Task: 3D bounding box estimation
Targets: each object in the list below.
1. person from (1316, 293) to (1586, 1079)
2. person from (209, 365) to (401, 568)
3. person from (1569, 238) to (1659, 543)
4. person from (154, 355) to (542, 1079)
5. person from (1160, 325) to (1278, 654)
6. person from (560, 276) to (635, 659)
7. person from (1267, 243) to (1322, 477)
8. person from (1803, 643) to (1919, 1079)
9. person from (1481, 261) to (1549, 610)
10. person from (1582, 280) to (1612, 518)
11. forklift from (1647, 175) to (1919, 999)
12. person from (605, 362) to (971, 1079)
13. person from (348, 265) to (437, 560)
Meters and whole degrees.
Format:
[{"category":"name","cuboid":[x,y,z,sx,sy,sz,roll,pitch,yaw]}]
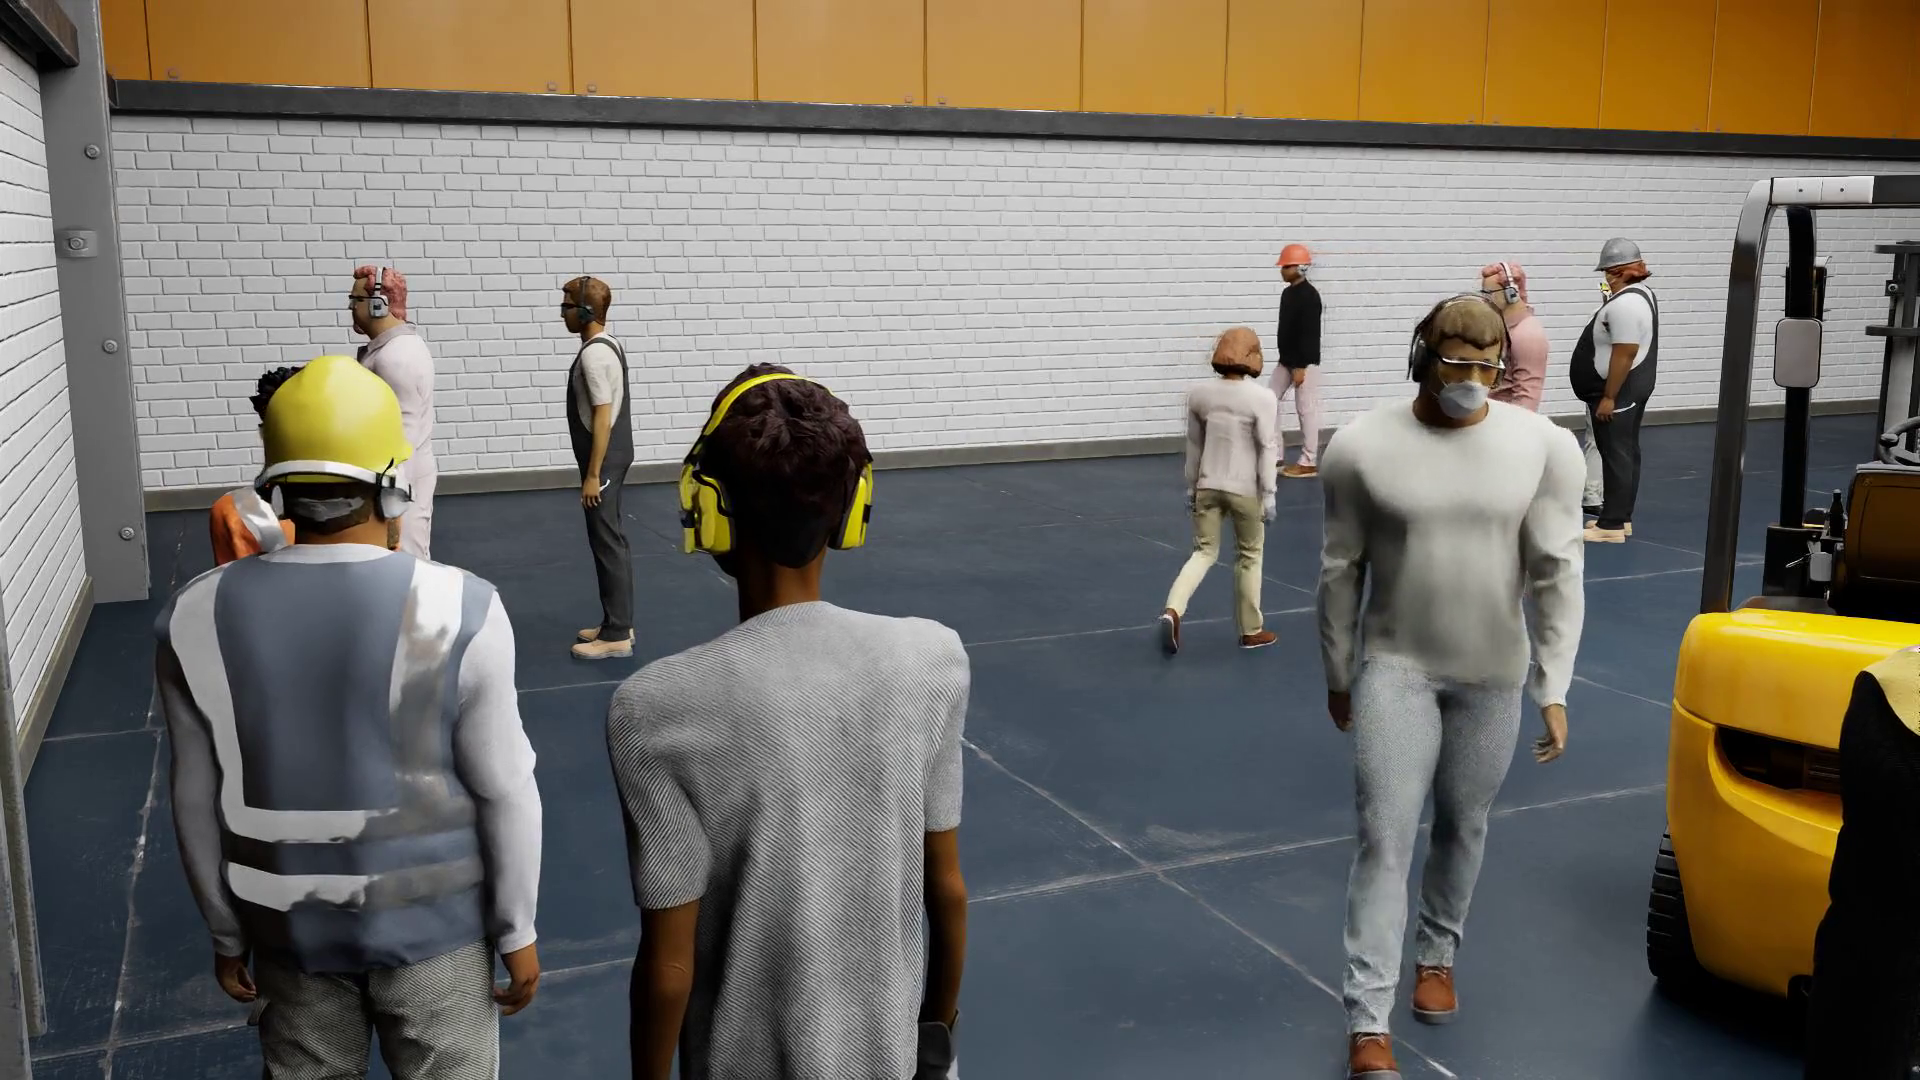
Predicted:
[{"category":"person","cuboid":[1.164,0.368,4.012,0.619,1.888,0.954,2,11,12]},{"category":"person","cuboid":[-1.736,0.378,4.491,0.320,1.689,0.529,8,13,38]},{"category":"person","cuboid":[4.366,-1.009,11.162,0.535,2.000,0.673,7,12,32]},{"category":"person","cuboid":[-0.982,0.613,2.786,0.592,1.837,0.404,0,10,1]},{"category":"person","cuboid":[1.288,-0.233,8.069,0.521,1.608,0.701,9,14,41]},{"category":"person","cuboid":[-1.748,-0.347,8.054,0.328,1.844,0.514,-1,10,-4]},{"category":"person","cuboid":[2.738,-1.495,14.014,0.705,1.970,0.653,-3,11,-15]},{"category":"person","cuboid":[1.338,0.734,2.108,0.634,1.841,0.429,-1,10,-6]},{"category":"person","cuboid":[2.850,-0.515,8.828,0.407,1.903,0.639,1,10,3]},{"category":"person","cuboid":[4.714,-1.066,12.082,0.403,1.827,0.589,7,13,35]},{"category":"forklift","cuboid":[2.810,0.094,4.662,1.214,2.155,2.313,7,12,34]},{"category":"person","cuboid":[-0.215,0.712,2.143,0.519,1.874,0.326,-7,12,-34]},{"category":"person","cuboid":[-2.435,-0.207,7.110,0.407,1.910,0.639,-3,11,-15]}]
